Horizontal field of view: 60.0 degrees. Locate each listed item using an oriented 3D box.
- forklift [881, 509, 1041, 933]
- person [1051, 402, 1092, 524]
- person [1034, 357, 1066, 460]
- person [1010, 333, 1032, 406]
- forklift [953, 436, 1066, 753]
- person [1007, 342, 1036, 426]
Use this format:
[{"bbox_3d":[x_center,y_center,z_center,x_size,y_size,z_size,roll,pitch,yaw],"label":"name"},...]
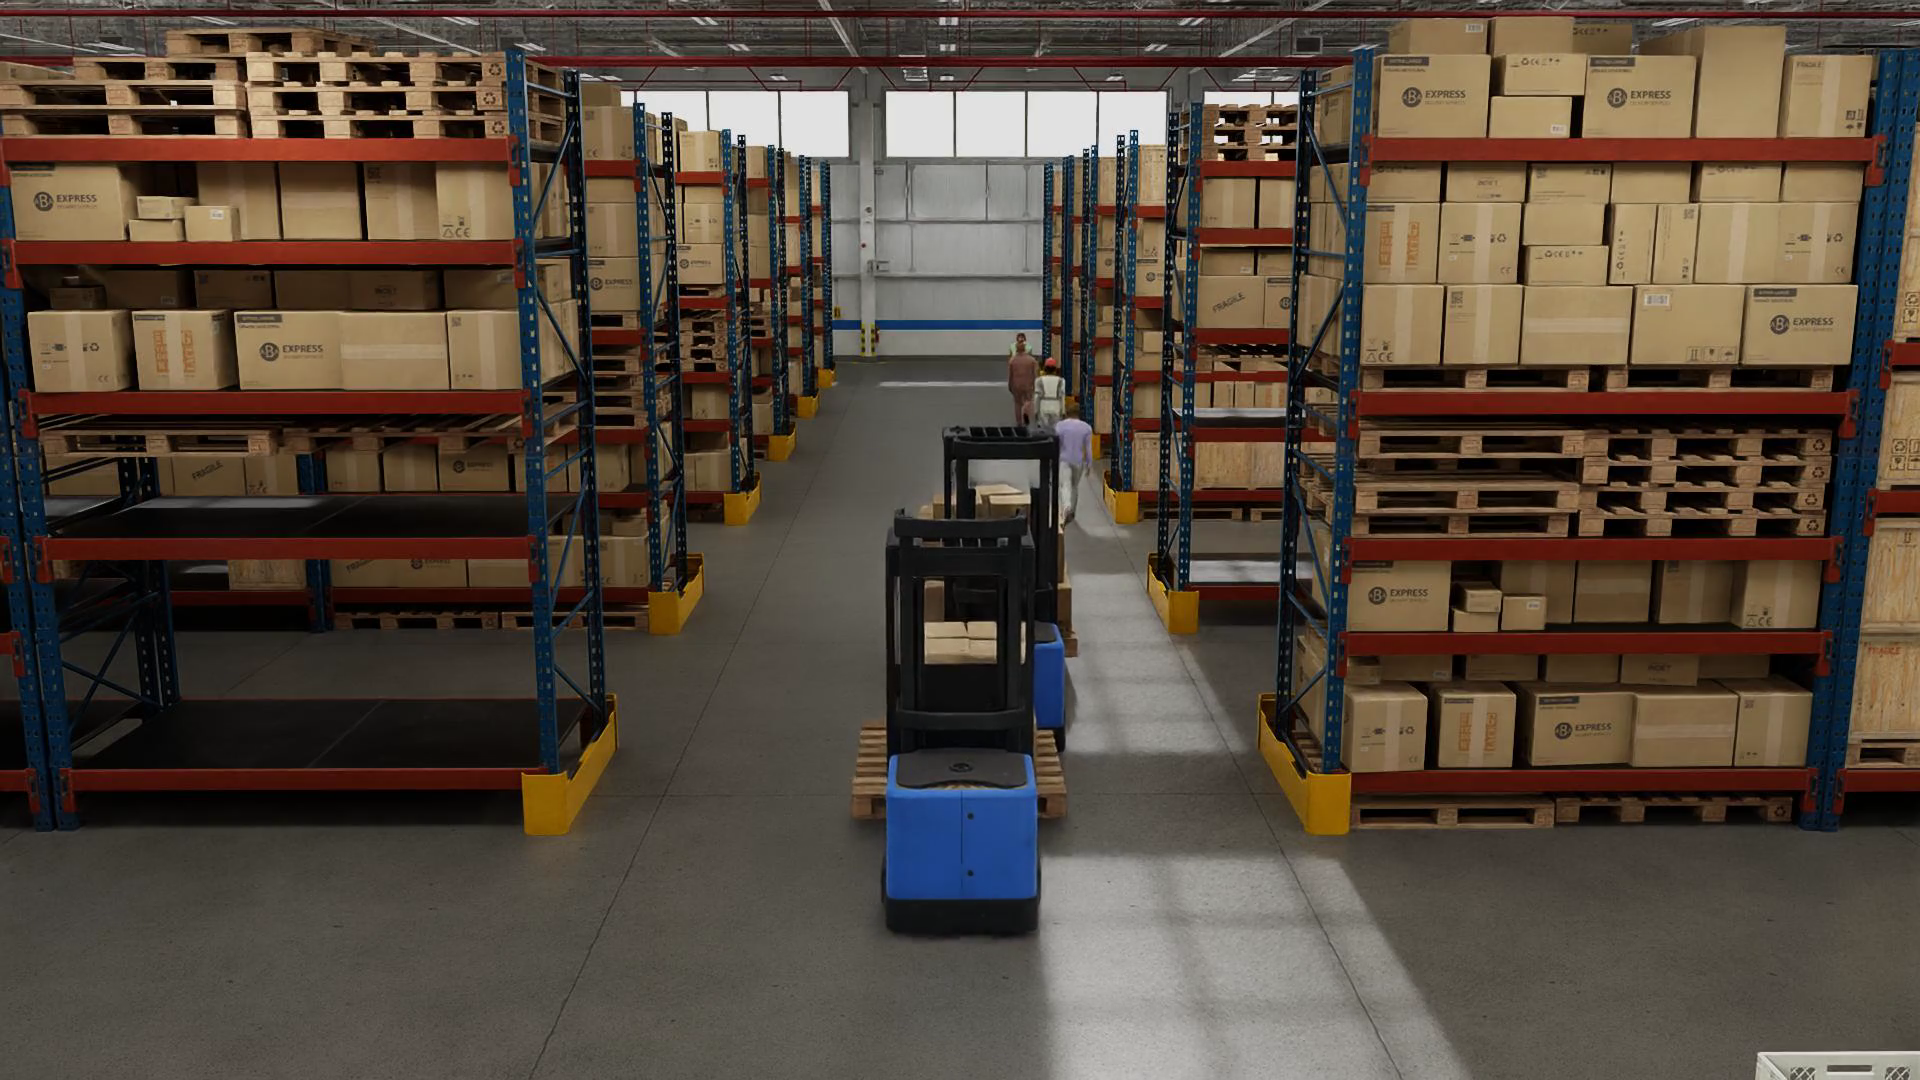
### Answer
[{"bbox_3d":[0.004,1.165,11.925,1.129,2.768,1.873,0,11,-1],"label":"forklift"},{"bbox_3d":[1.758,-1.214,26.143,0.644,1.910,0.831,0,11,-1],"label":"person"},{"bbox_3d":[1.759,-2.556,32.489,0.616,2.028,0.513,0,11,1],"label":"person"},{"bbox_3d":[1.504,-4.222,41.227,0.604,1.826,0.546,0,11,2],"label":"person"},{"bbox_3d":[0.402,0.422,15.609,1.129,2.768,1.873,0,11,-2],"label":"forklift"},{"bbox_3d":[1.390,-3.532,37.638,0.653,1.894,0.422,0,11,2],"label":"person"}]
